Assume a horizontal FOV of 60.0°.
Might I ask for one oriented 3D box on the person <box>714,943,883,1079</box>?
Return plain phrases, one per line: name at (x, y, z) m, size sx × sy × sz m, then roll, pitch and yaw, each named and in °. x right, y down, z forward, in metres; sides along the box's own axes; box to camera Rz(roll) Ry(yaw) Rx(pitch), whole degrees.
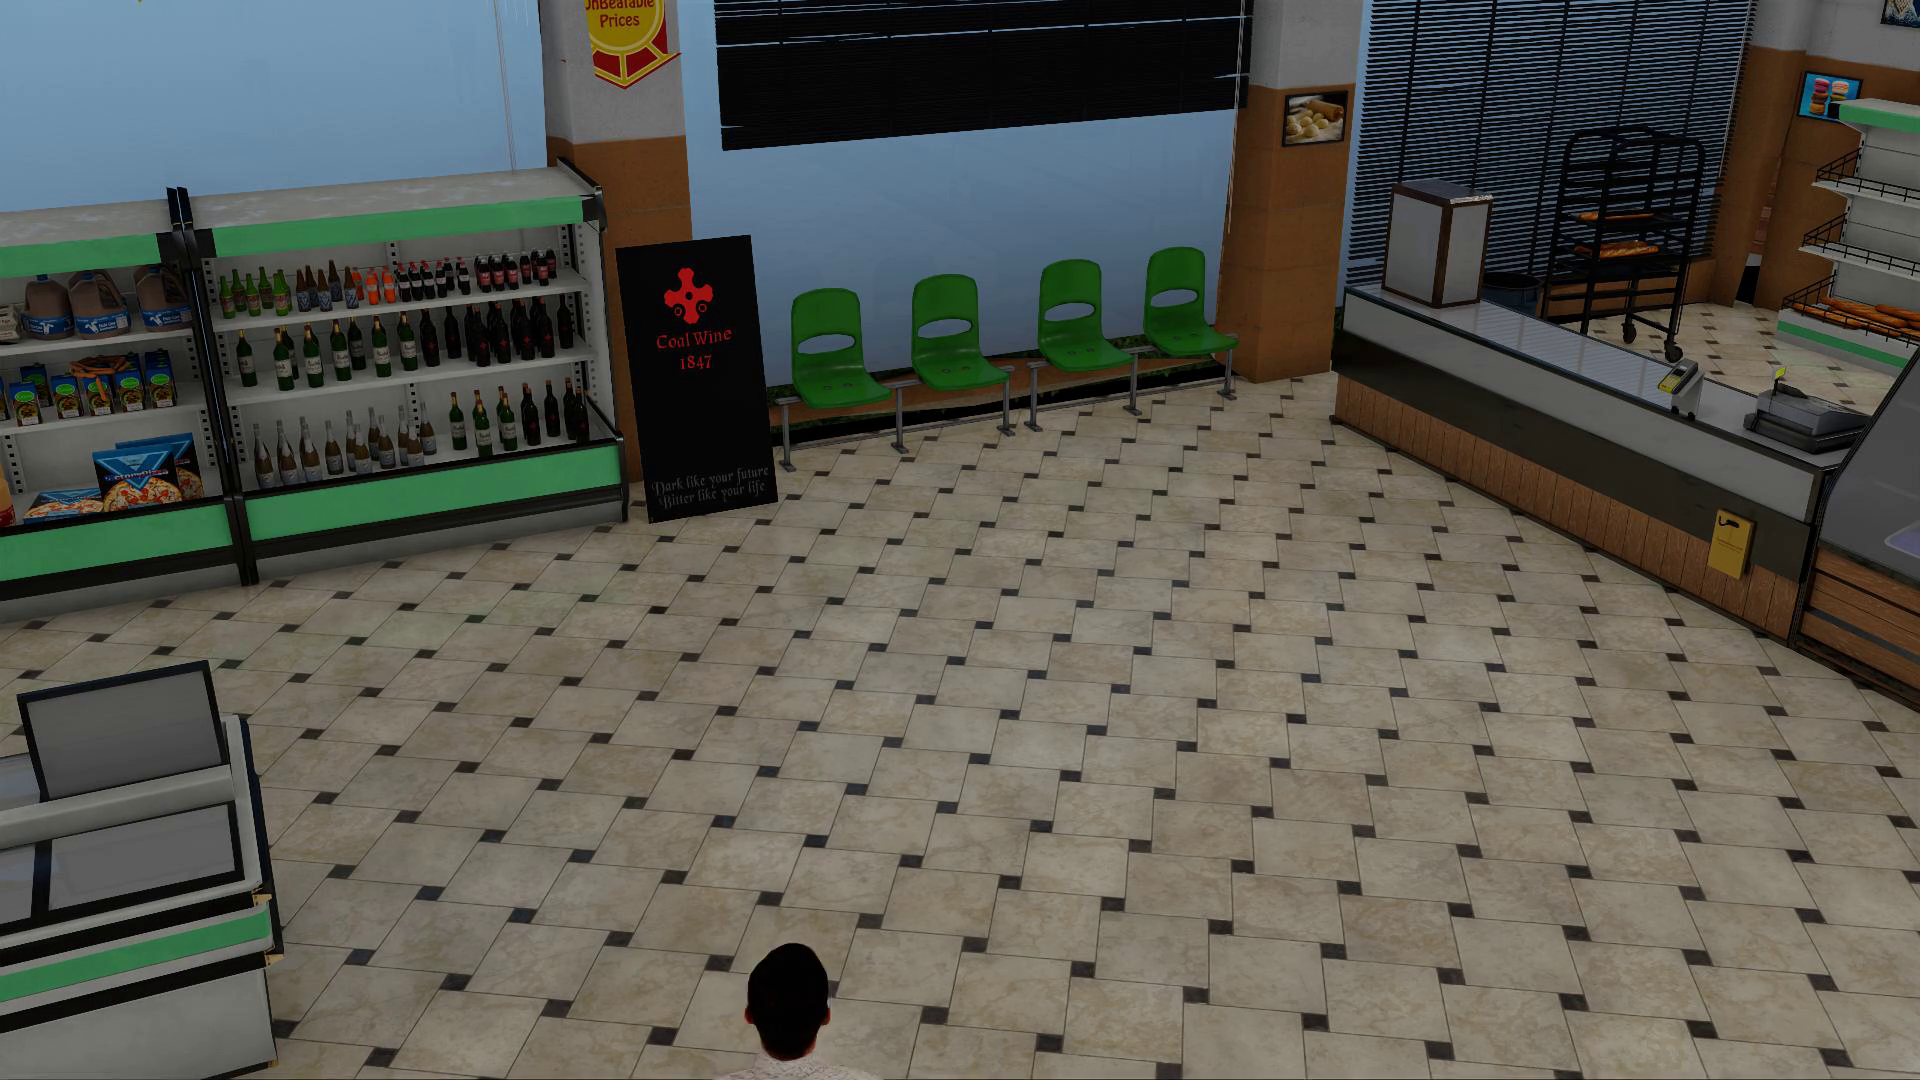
person at (-0.384, 1.767, 3.838) m, size 0.773 × 1.802 × 0.845 m, roll -2°, pitch 24°, yaw -5°
